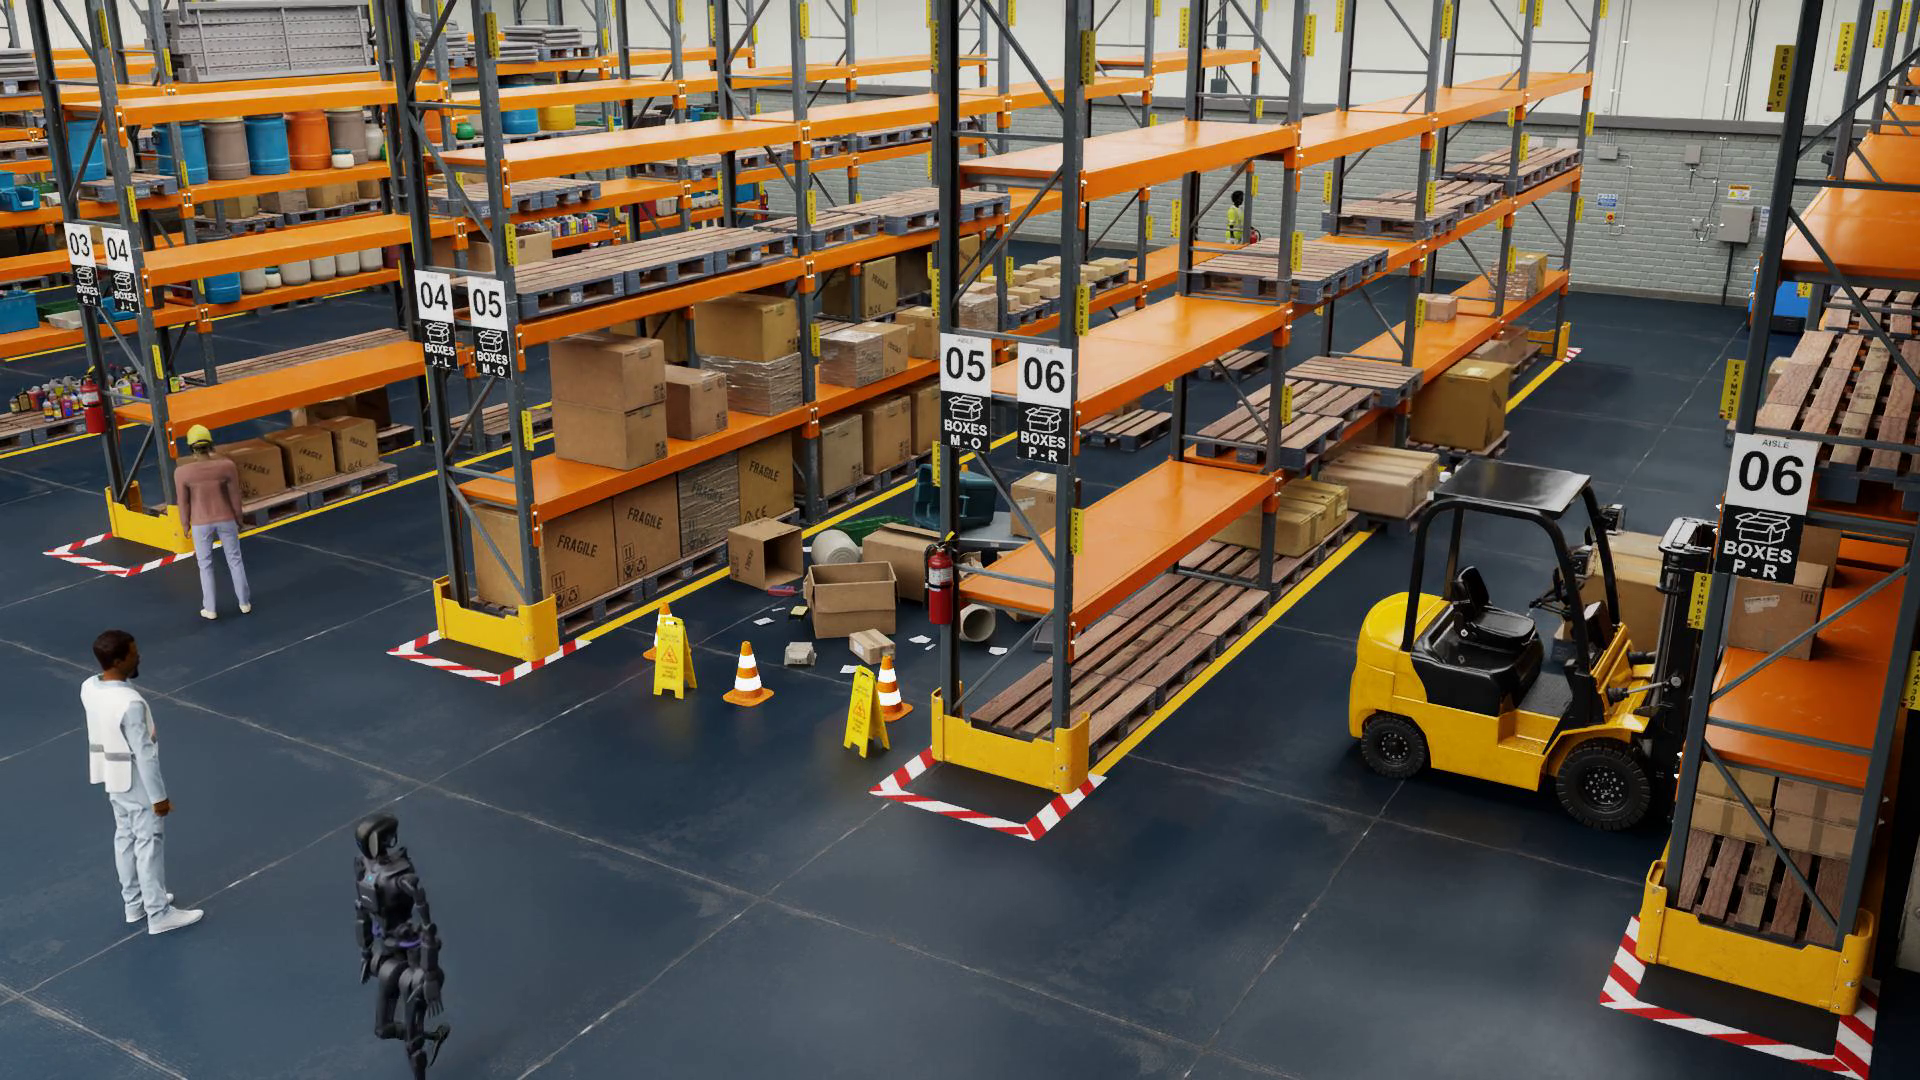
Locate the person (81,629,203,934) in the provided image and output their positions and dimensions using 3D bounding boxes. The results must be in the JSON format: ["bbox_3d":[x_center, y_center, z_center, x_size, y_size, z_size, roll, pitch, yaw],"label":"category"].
[{"bbox_3d":[-4.943,1.440,9.929,0.598,1.917,0.379,14,23,35],"label":"person"}]

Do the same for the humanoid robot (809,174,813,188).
[{"bbox_3d":[-3.215,-7.069,34.876,0.315,1.657,0.599,1,19,2],"label":"humanoid robot"}]

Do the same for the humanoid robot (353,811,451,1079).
[{"bbox_3d":[-2.764,2.098,8.410,0.612,1.644,0.469,12,22,31],"label":"humanoid robot"}]

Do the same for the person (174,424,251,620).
[{"bbox_3d":[-6.664,-0.166,14.820,0.521,1.759,0.348,-11,22,-30],"label":"person"}]

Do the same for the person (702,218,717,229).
[{"bbox_3d":[-5.262,-7.045,34.814,0.489,1.688,0.349,-6,20,-17],"label":"person"}]

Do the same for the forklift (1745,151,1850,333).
[{"bbox_3d":[13.620,-4.667,26.137,1.873,2.768,1.129,11,22,29],"label":"forklift"}]

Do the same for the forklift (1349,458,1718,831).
[{"bbox_3d":[3.988,0.658,11.776,2.313,2.155,1.214,11,22,29],"label":"forklift"}]

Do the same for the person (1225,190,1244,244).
[{"bbox_3d":[5.038,-5.557,30.492,0.318,1.698,0.533,8,21,23],"label":"person"}]
